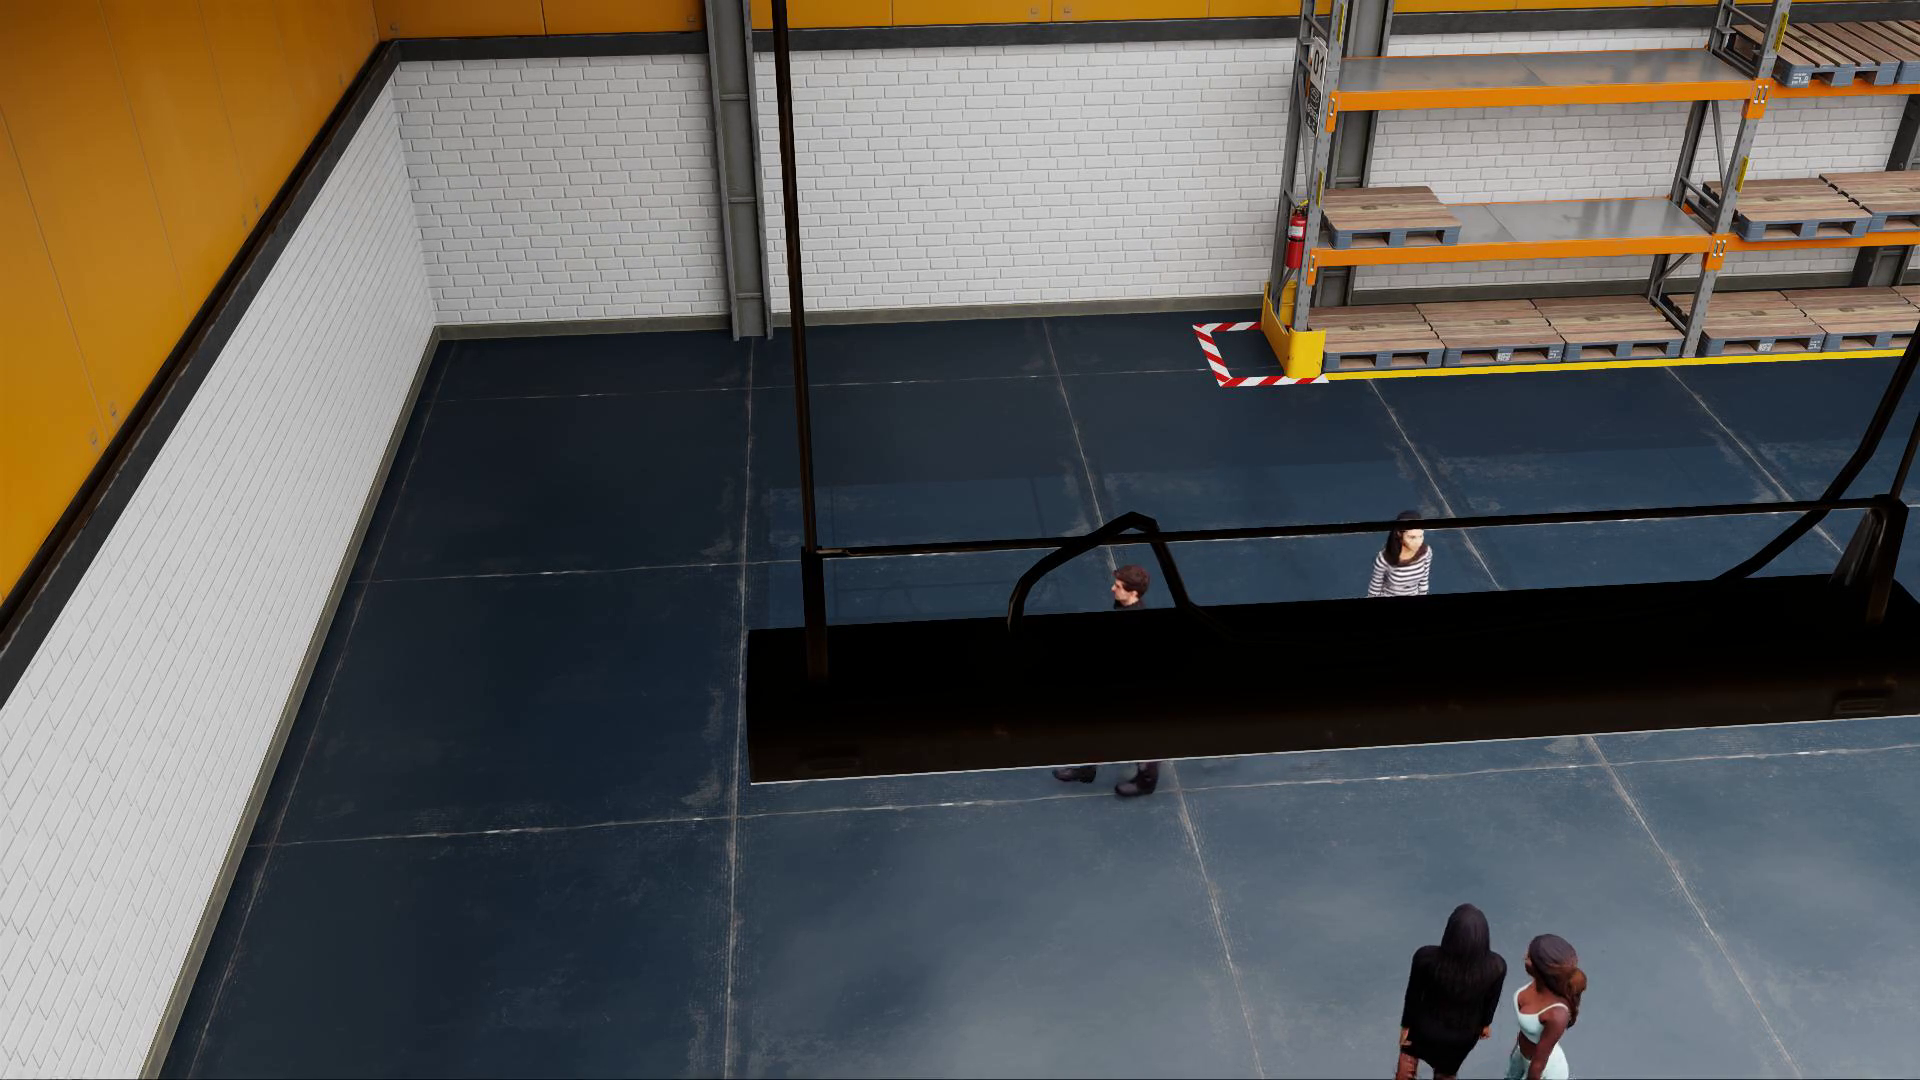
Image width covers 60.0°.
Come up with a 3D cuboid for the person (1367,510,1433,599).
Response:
[{"bbox_3d":[2.948,0.514,11.464,1.000,1.768,0.851,-13,36,-18],"label":"person"}]

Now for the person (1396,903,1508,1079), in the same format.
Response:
[{"bbox_3d":[2.473,2.546,8.456,0.665,1.714,0.774,7,34,11],"label":"person"}]

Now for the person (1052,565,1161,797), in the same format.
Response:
[{"bbox_3d":[1.183,0.936,10.785,0.971,1.817,0.814,-9,35,-13],"label":"person"}]

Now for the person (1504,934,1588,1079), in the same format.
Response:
[{"bbox_3d":[2.950,2.649,8.307,0.894,1.708,0.674,1,34,1],"label":"person"}]
